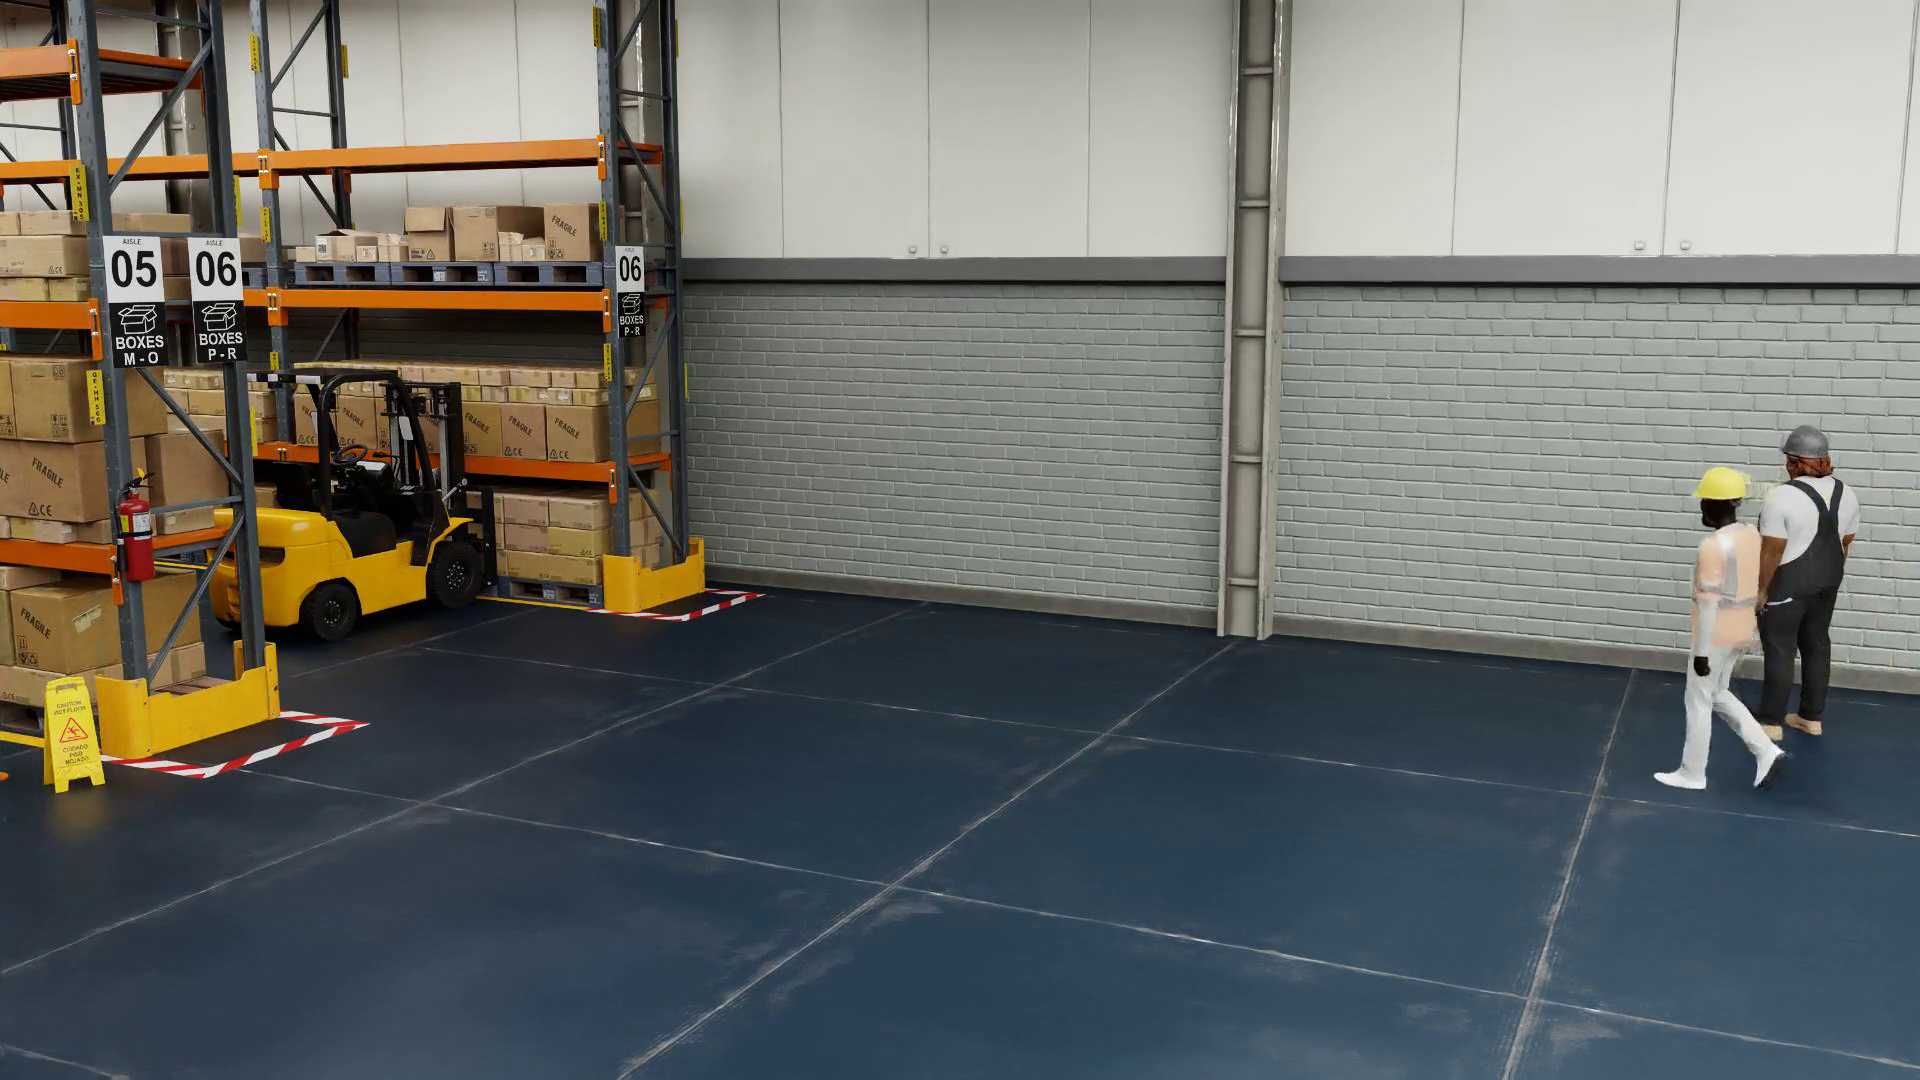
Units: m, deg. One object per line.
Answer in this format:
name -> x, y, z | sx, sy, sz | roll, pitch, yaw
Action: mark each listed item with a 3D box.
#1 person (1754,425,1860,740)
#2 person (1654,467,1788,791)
person -> 5.388, 0.267, 10.786 | 0.682, 2.000, 0.537 | -3, 10, -18
person -> 4.384, 0.536, 9.523 | 0.600, 1.914, 0.618 | -8, 12, -39
